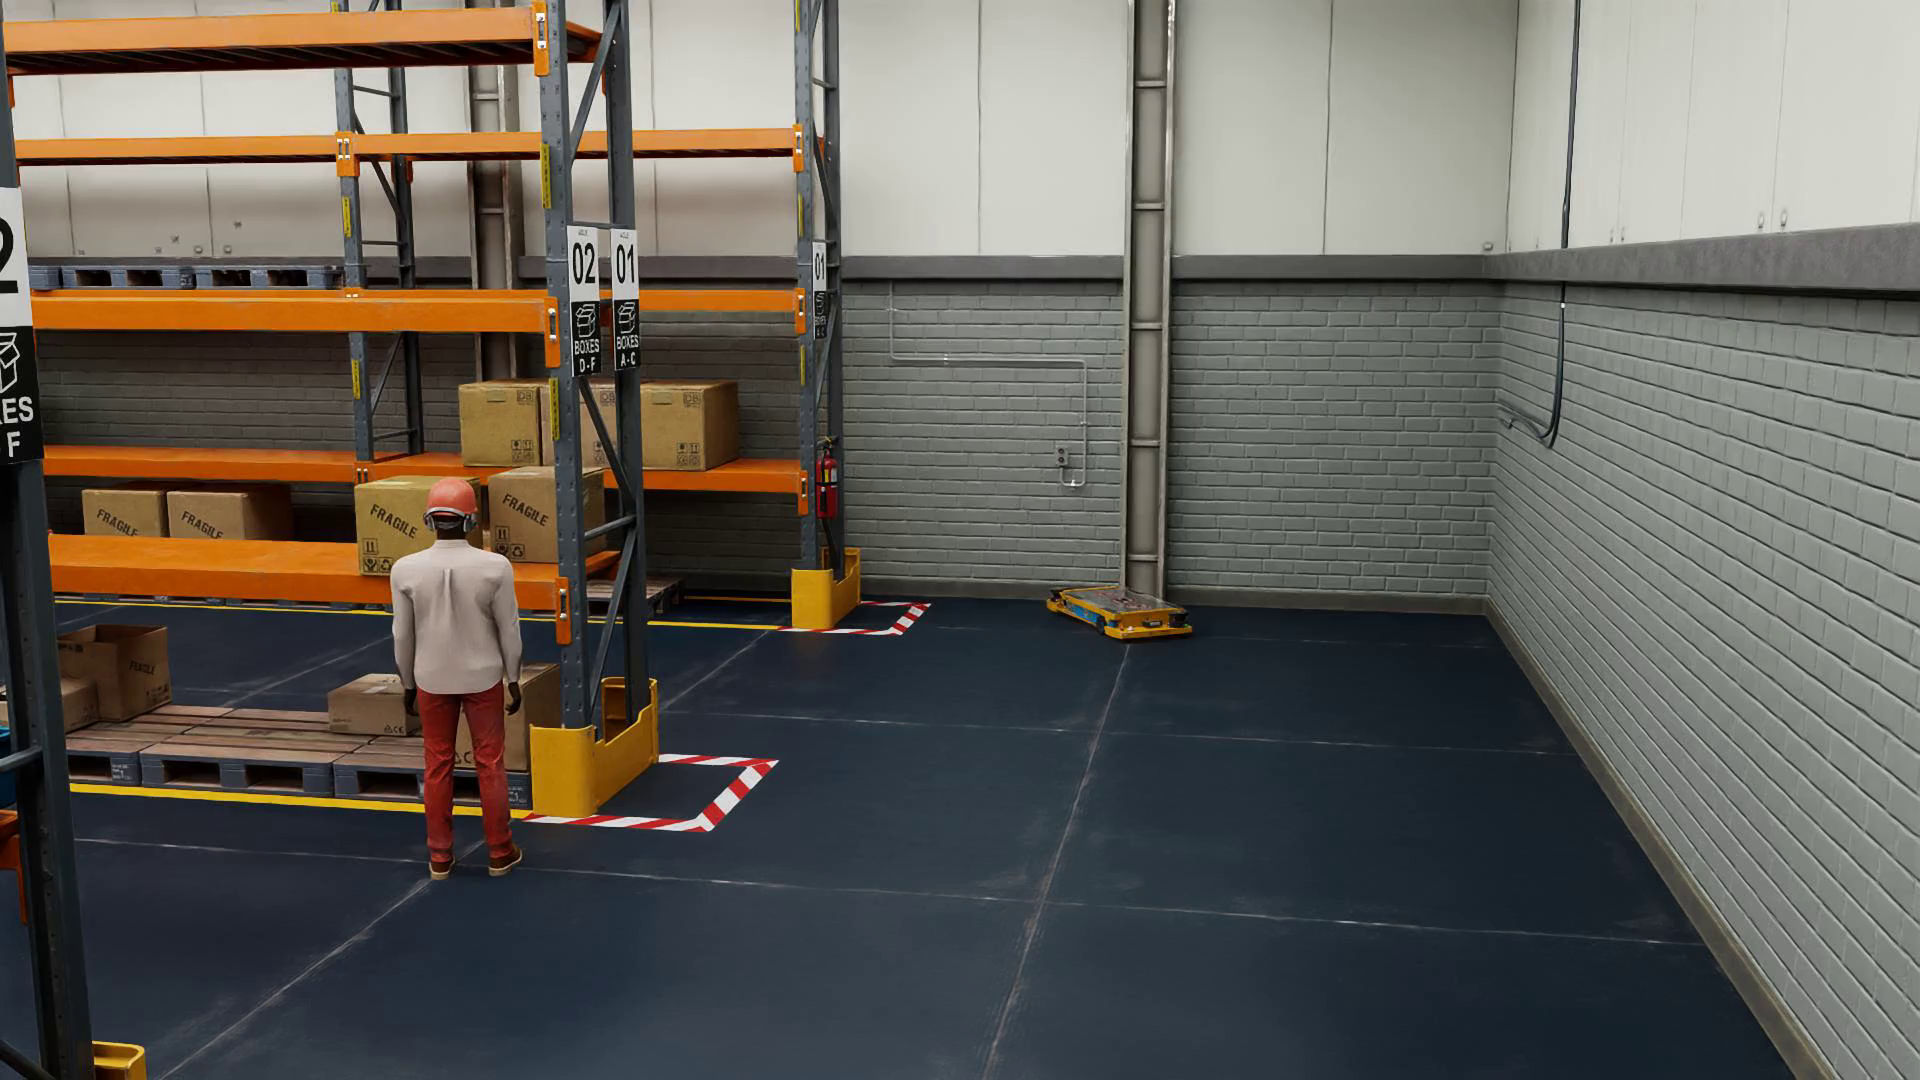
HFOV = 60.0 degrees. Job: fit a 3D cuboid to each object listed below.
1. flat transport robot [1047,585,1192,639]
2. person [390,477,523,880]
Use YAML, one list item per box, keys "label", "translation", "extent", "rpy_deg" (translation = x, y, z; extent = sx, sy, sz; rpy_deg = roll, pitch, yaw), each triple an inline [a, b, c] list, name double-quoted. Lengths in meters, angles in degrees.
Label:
- label: "flat transport robot"
  translation: [1.329, 0.590, 14.097]
  extent: [0.652, 0.197, 1.431]
  rpy_deg: [-4, 10, -22]
- label: "person"
  translation: [-2.457, 0.683, 8.185]
  extent: [0.609, 1.995, 0.376]
  rpy_deg: [-1, 9, -8]
